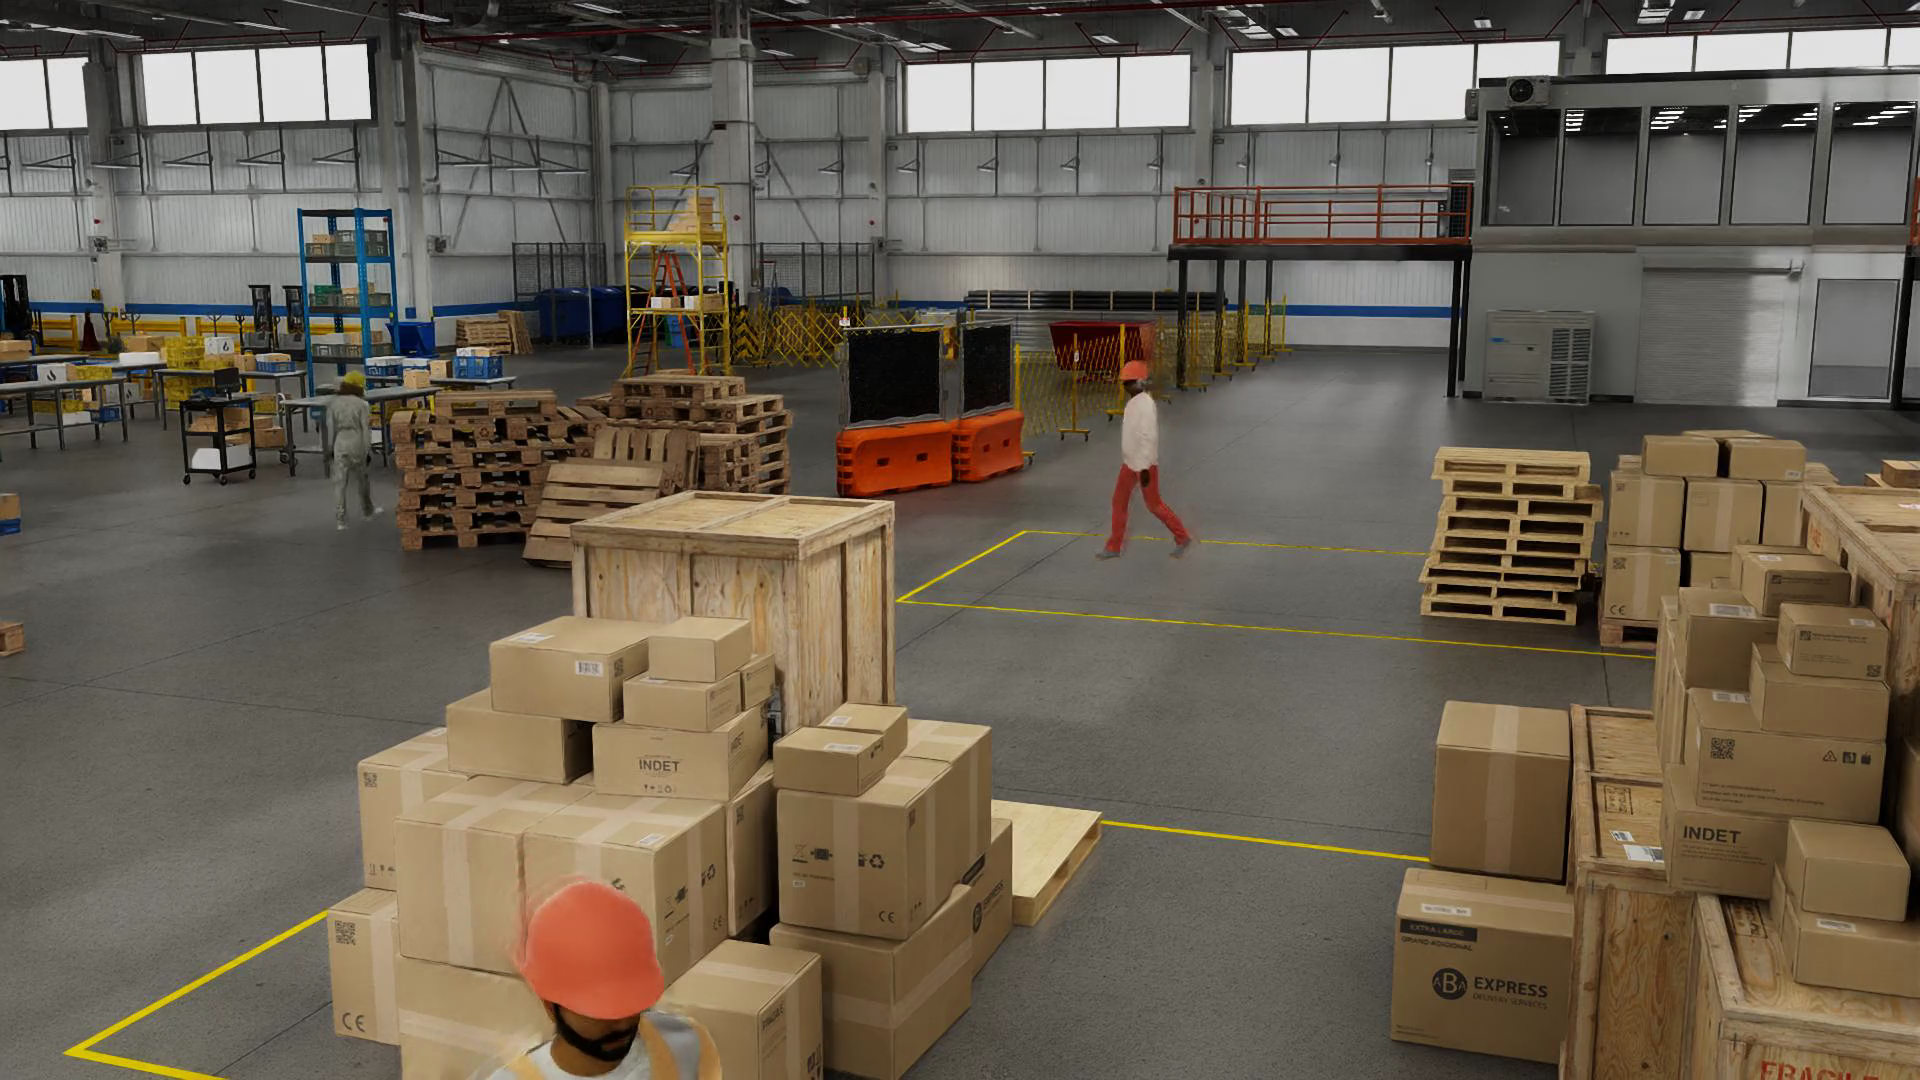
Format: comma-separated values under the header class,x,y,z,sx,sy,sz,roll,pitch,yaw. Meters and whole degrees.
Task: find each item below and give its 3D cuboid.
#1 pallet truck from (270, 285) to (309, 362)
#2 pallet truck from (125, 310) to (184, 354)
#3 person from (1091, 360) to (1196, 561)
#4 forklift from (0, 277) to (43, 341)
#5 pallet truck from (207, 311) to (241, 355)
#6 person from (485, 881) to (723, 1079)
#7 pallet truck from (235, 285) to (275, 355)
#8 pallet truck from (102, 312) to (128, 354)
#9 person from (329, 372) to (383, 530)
class,x,y,z,sx,sy,sz,roll,pitch,yaw
pallet truck,-17.147,-5.700,43.663,0.823,1.965,1.885,3,11,17
pallet truck,-22.038,-5.665,45.457,0.704,1.261,1.522,3,11,17
person,1.802,-0.754,15.955,0.987,1.960,0.624,-3,10,-16
forklift,-27.151,-6.329,46.328,1.157,1.987,2.680,3,11,17
pallet truck,-19.537,-5.575,44.913,0.653,1.274,1.630,3,11,19
person,-0.687,1.536,3.235,0.981,1.897,0.561,9,14,42
pallet truck,-18.327,-5.835,44.421,0.823,1.965,1.885,4,11,23
pallet truck,-23.057,-5.777,46.261,0.680,1.201,1.601,3,11,19
person,-6.561,-0.976,17.947,0.526,1.664,0.909,1,10,4
